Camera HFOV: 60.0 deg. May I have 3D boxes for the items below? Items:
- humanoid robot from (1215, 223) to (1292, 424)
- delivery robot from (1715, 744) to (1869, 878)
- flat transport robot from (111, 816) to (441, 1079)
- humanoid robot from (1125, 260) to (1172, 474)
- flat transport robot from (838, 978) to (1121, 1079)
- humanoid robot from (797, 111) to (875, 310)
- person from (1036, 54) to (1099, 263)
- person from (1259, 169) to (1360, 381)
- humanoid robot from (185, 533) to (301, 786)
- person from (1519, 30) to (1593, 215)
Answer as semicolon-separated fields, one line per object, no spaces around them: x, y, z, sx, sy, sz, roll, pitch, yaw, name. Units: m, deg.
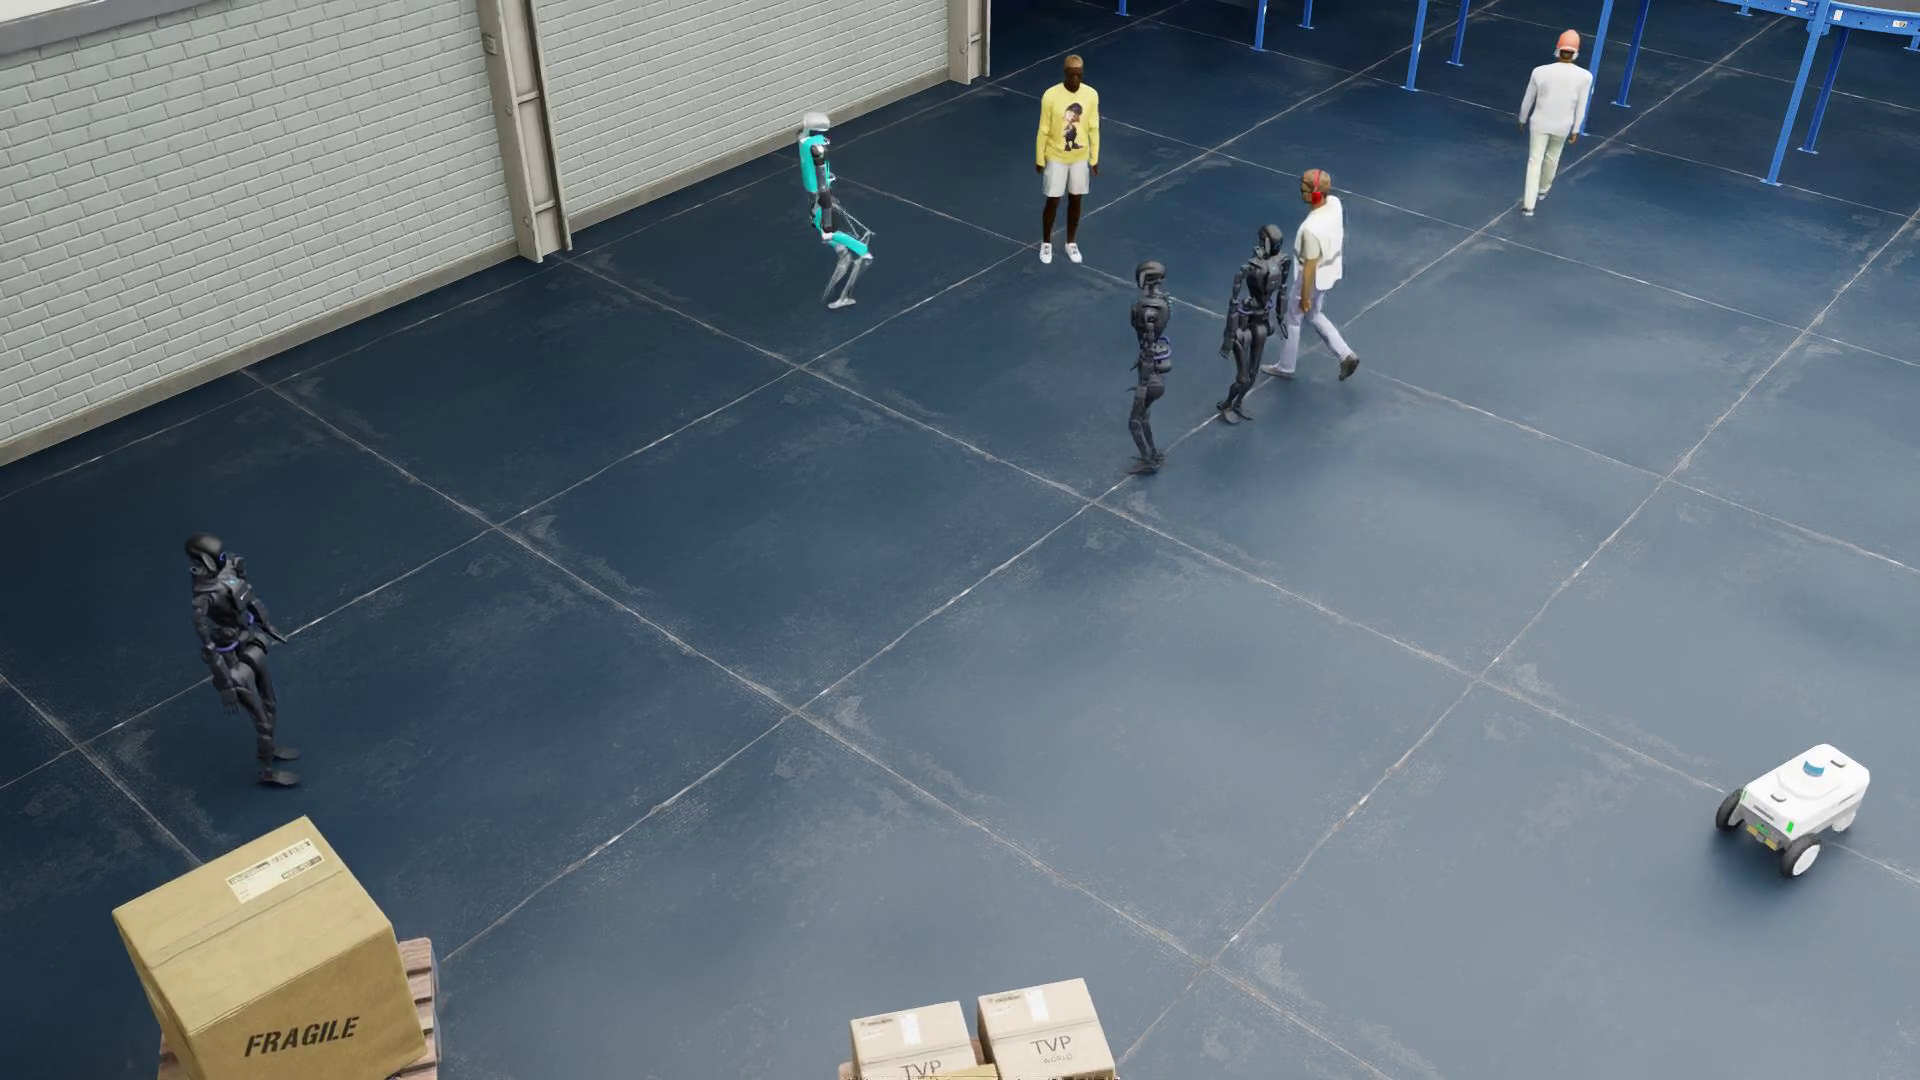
2.203;-1.627;12.472;0.595;1.644;0.367;-21;40;-27;humanoid robot
4.605;1.437;9.126;0.802;0.598;0.499;-20;40;-25;delivery robot
-3.034;2.557;7.797;0.659;0.231;1.431;-9;37;-13;flat transport robot
1.350;-1.233;11.911;0.345;1.654;0.585;2;36;3;humanoid robot
0.155;2.845;7.393;0.659;0.231;1.431;-8;36;-10;flat transport robot
-0.991;-2.727;13.965;0.663;1.808;0.530;-11;37;-15;humanoid robot
0.947;-3.374;14.725;0.558;1.899;0.367;-7;36;-9;person
2.778;-2.005;12.868;0.705;1.814;0.597;20;40;26;person
-3.996;0.631;9.286;0.337;1.654;0.608;3;36;5;humanoid robot
5.573;-3.953;15.691;0.570;1.712;0.806;9;36;13;person
